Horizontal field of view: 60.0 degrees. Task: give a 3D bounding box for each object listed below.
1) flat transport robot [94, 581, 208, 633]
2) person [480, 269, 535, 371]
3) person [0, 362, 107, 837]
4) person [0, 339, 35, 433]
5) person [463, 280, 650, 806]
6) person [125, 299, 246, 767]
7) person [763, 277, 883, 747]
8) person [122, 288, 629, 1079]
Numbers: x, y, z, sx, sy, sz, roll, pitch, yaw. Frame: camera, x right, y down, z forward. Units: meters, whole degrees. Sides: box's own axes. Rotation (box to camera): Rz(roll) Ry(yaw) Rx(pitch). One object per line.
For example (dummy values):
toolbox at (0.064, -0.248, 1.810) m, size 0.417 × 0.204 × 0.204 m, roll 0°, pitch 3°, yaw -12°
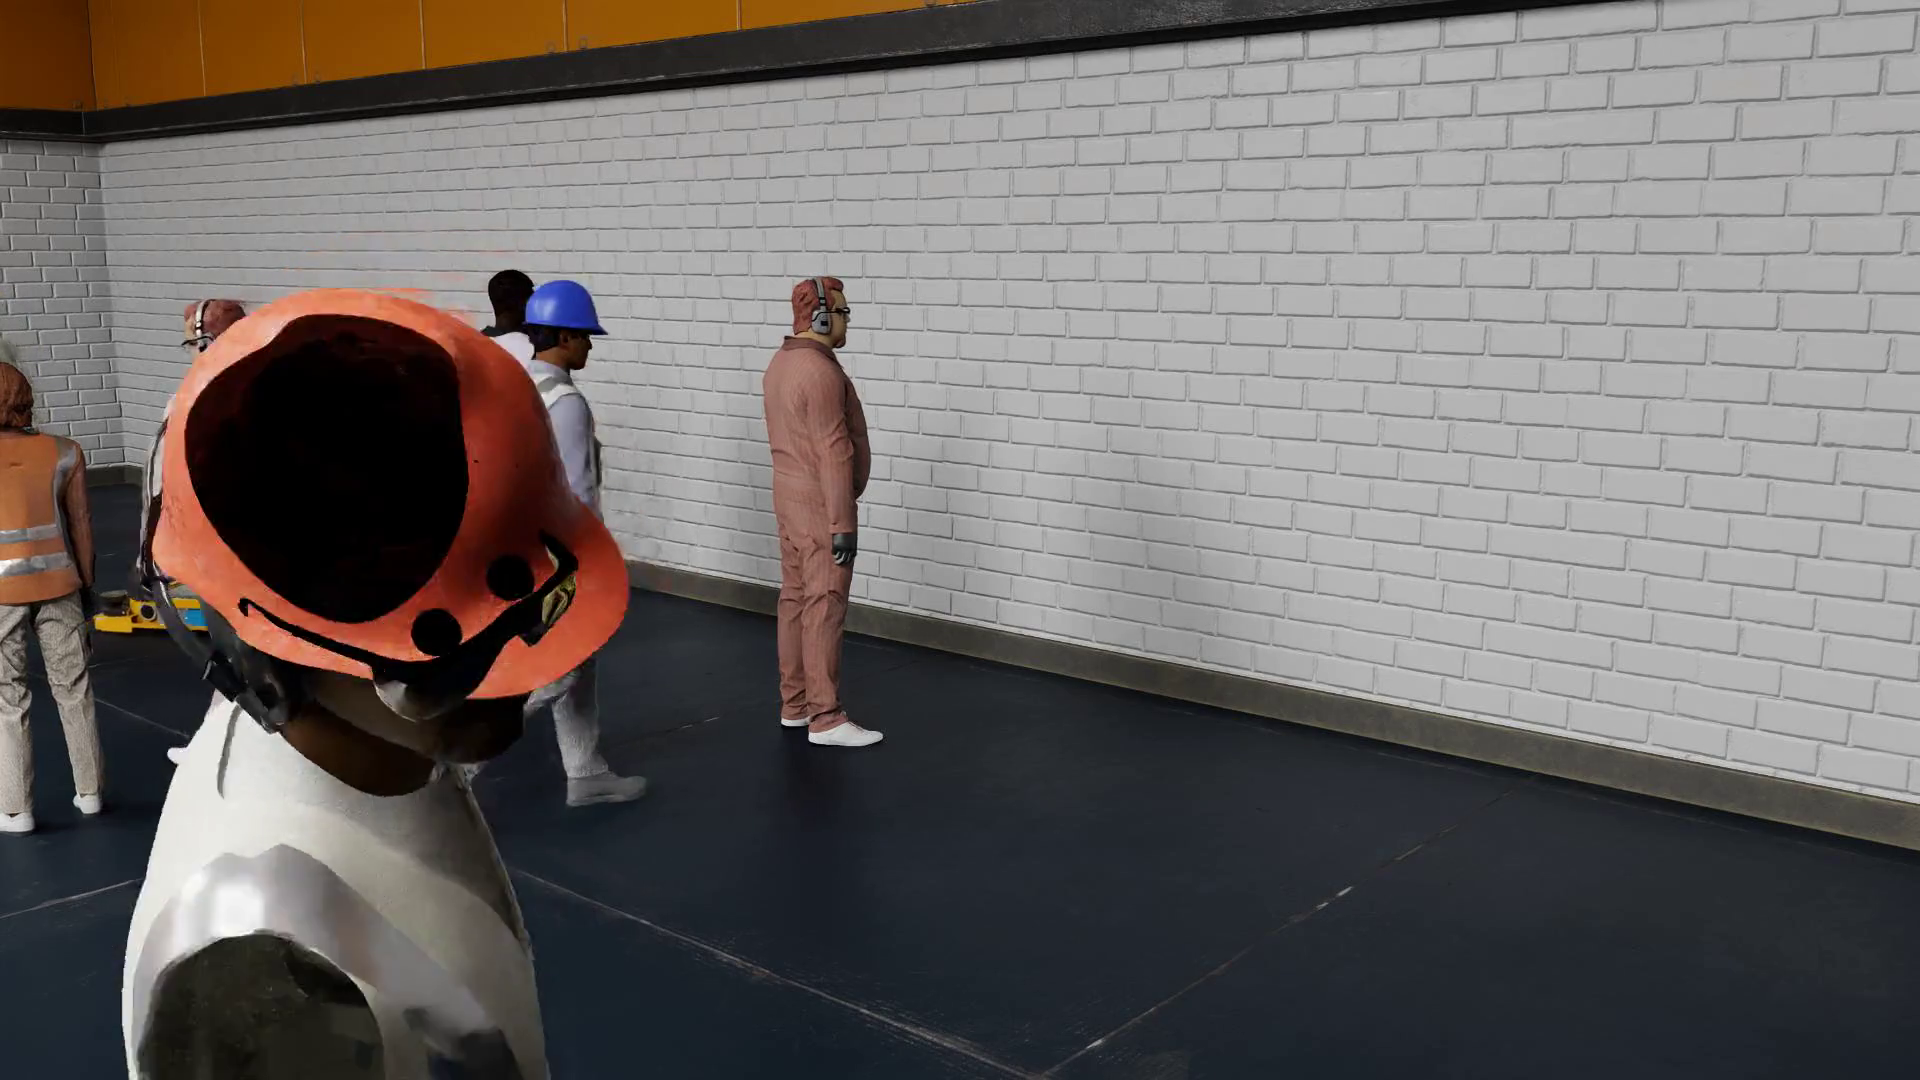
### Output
flat transport robot at (-3.749, 0.346, 8.844) m, size 1.431 × 0.197 × 0.652 m, roll 2°, pitch 10°, yaw 10°
person at (-2.226, -0.366, 8.222) m, size 0.590 × 1.916 × 0.389 m, roll 6°, pitch 12°, yaw 31°
person at (-3.248, 0.205, 5.755) m, size 0.315 × 1.640 × 0.515 m, roll 9°, pitch 13°, yaw 40°
person at (-6.306, -0.724, 10.819) m, size 0.672 × 1.724 × 0.305 m, roll -8°, pitch 13°, yaw -38°
person at (-1.517, 0.061, 5.779) m, size 0.793 × 1.922 × 0.645 m, roll -6°, pitch 11°, yaw -29°
person at (-2.607, 0.041, 6.141) m, size 1.032 × 1.848 × 0.651 m, roll 3°, pitch 10°, yaw 18°
person at (-0.561, -0.113, 6.806) m, size 0.407 × 1.908 × 0.641 m, roll -5°, pitch 11°, yaw -26°
person at (-0.488, 0.808, 1.340) m, size 0.435 × 1.995 × 0.684 m, roll -4°, pitch 11°, yaw -20°
